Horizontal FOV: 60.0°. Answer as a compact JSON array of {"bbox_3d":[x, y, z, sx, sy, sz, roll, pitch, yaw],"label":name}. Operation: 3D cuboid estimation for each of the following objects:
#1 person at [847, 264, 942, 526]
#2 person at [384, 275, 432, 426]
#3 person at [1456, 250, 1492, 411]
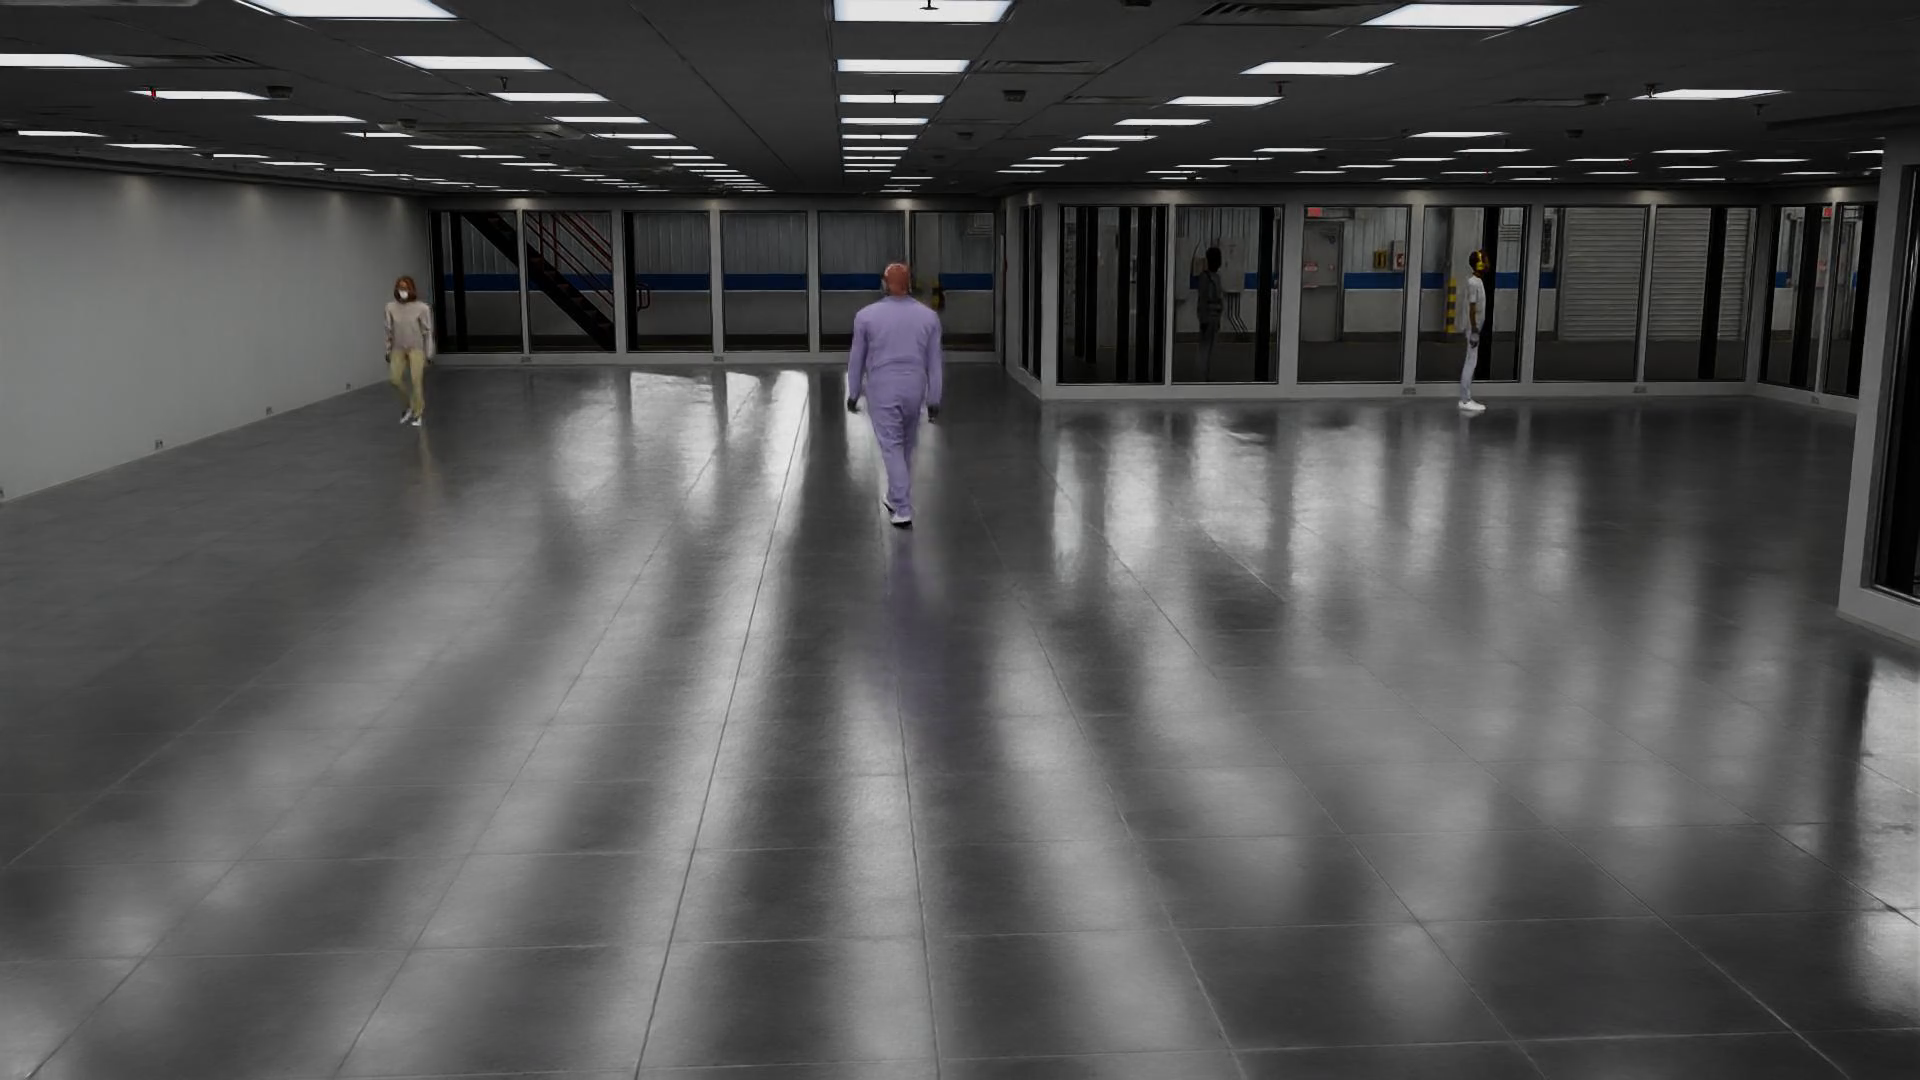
[{"bbox_3d":[-0.476,-1.053,12.010,0.642,1.857,1.004,-4,11,-21],"label":"person"},{"bbox_3d":[-5.911,-2.020,17.831,0.520,1.616,0.393,0,11,2],"label":"person"},{"bbox_3d":[6.046,-2.452,19.575,0.352,1.877,0.608,4,11,18],"label":"person"}]
